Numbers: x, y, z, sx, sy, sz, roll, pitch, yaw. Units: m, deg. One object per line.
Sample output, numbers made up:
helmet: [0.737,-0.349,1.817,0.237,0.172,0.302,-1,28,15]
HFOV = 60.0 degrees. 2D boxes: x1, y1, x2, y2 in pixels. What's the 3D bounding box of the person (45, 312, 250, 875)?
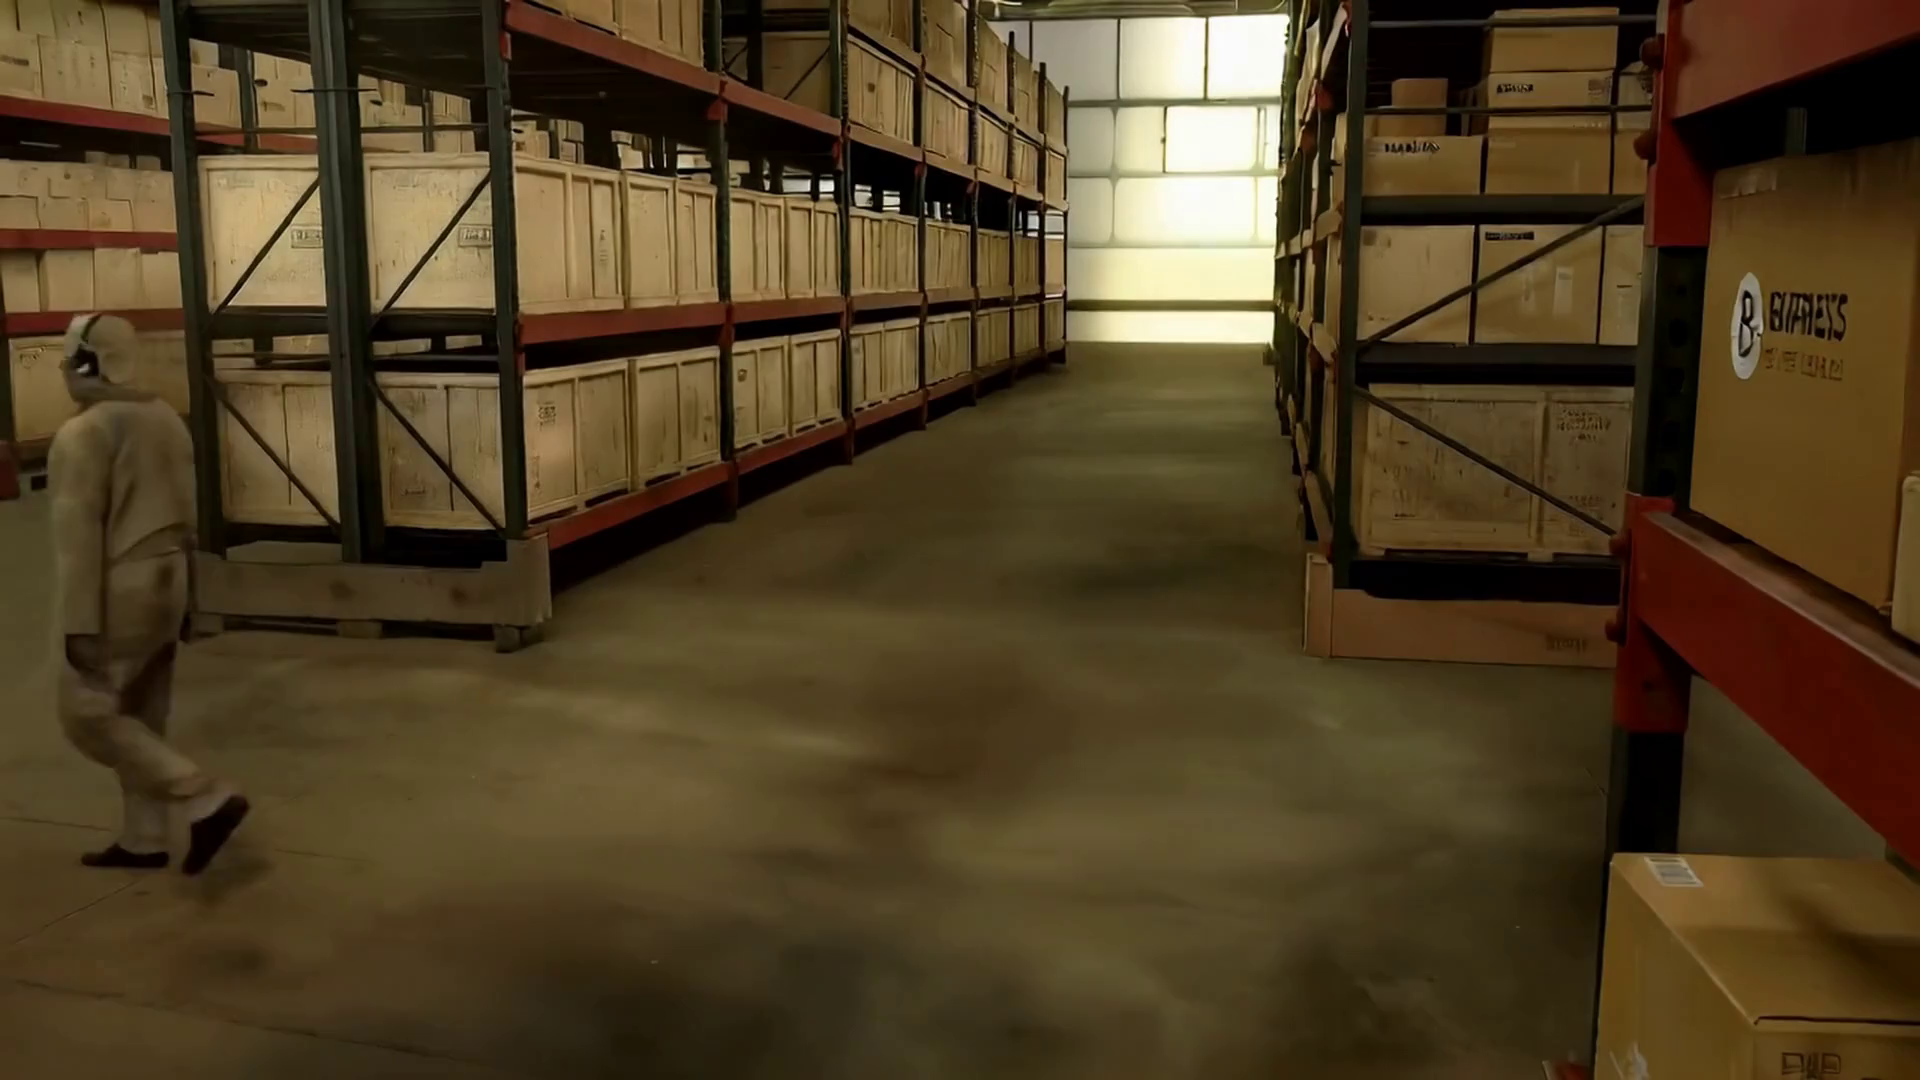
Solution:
person: [-2.688,0.205,5.472,0.578,1.896,0.643,0,9,3]
